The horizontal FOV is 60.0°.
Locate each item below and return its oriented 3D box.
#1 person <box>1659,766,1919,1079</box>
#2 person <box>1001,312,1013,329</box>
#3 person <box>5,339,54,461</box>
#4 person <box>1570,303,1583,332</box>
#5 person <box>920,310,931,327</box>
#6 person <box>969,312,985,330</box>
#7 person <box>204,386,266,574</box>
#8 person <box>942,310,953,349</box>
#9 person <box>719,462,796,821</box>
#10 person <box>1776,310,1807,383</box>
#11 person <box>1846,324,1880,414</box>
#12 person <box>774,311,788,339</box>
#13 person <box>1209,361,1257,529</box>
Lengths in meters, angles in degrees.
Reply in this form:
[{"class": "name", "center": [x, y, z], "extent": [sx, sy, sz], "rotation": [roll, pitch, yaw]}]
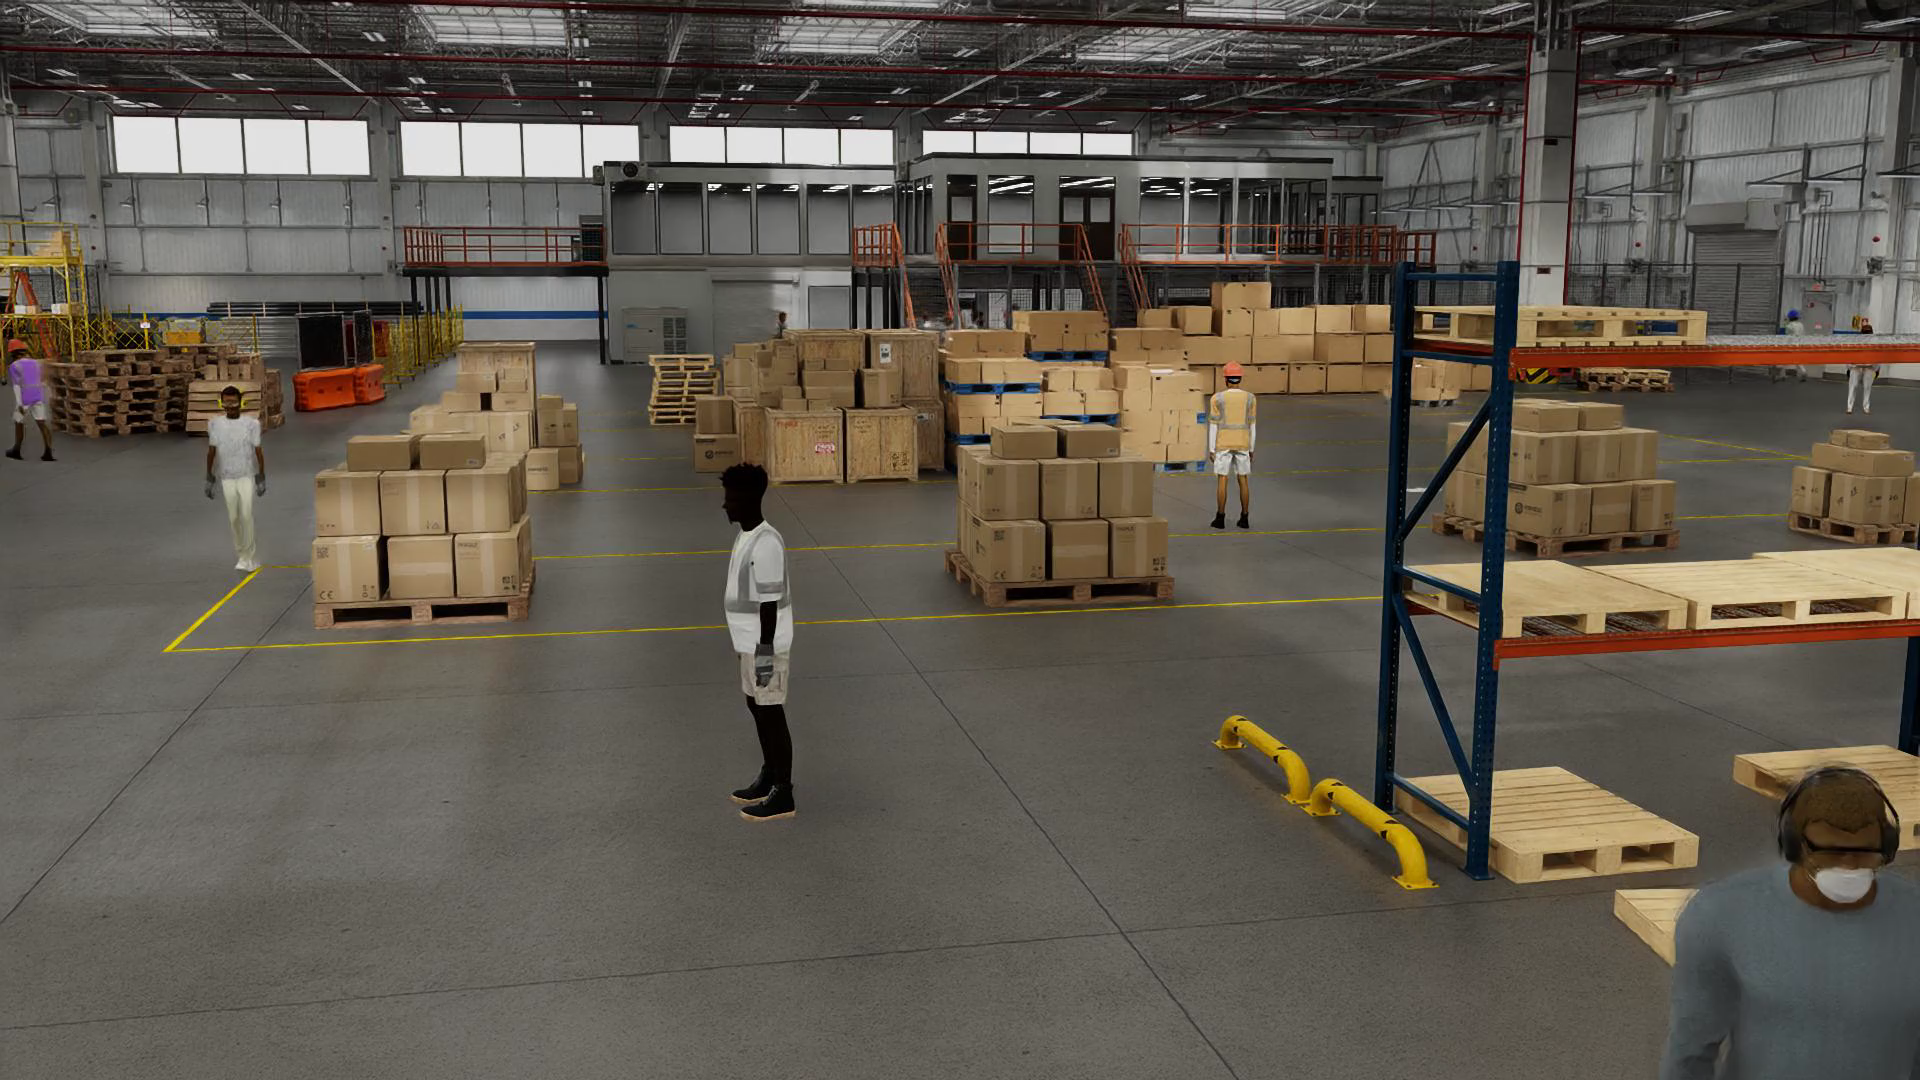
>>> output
[{"class": "person", "center": [1.976, 1.416, 3.906], "extent": [0.639, 1.924, 0.547], "rotation": [3, 10, 20]}, {"class": "person", "center": [1.177, -4.636, 40.786], "extent": [0.438, 1.921, 0.572], "rotation": [-5, 11, -30]}, {"class": "person", "center": [-14.506, -2.168, 25.836], "extent": [0.980, 1.879, 0.589], "rotation": [5, 10, 26]}, {"class": "person", "center": [20.221, -6.926, 55.064], "extent": [0.661, 1.815, 0.736], "rotation": [-4, 10, -25]}, {"class": "person", "center": [-1.019, -5.230, 44.643], "extent": [0.817, 1.846, 0.624], "rotation": [0, 9, 2]}, {"class": "person", "center": [0.423, -4.739, 41.497], "extent": [0.457, 1.897, 0.636], "rotation": [5, 10, 26]}, {"class": "person", "center": [-7.141, -0.576, 16.322], "extent": [0.515, 1.840, 0.830], "rotation": [-1, 9, -8]}, {"class": "person", "center": [-0.237, -4.460, 39.526], "extent": [0.441, 1.984, 0.638], "rotation": [-3, 10, -20]}, {"class": "person", "center": [-1.109, 0.548, 9.120], "extent": [0.382, 1.955, 0.606], "rotation": [-3, 10, -18]}, {"class": "person", "center": [21.736, -5.045, 43.361], "extent": [0.622, 1.900, 0.864], "rotation": [-3, 10, -15]}, {"class": "person", "center": [18.522, -3.496, 34.114], "extent": [0.622, 1.839, 0.429], "rotation": [4, 10, 22]}, {"class": "person", "center": [-4.815, -5.227, 44.702], "extent": [0.568, 1.830, 0.507], "rotation": [6, 11, 31]}, {"class": "person", "center": [3.132, -1.091, 19.185], "extent": [0.542, 1.928, 0.400], "rotation": [-1, 9, -4]}]
